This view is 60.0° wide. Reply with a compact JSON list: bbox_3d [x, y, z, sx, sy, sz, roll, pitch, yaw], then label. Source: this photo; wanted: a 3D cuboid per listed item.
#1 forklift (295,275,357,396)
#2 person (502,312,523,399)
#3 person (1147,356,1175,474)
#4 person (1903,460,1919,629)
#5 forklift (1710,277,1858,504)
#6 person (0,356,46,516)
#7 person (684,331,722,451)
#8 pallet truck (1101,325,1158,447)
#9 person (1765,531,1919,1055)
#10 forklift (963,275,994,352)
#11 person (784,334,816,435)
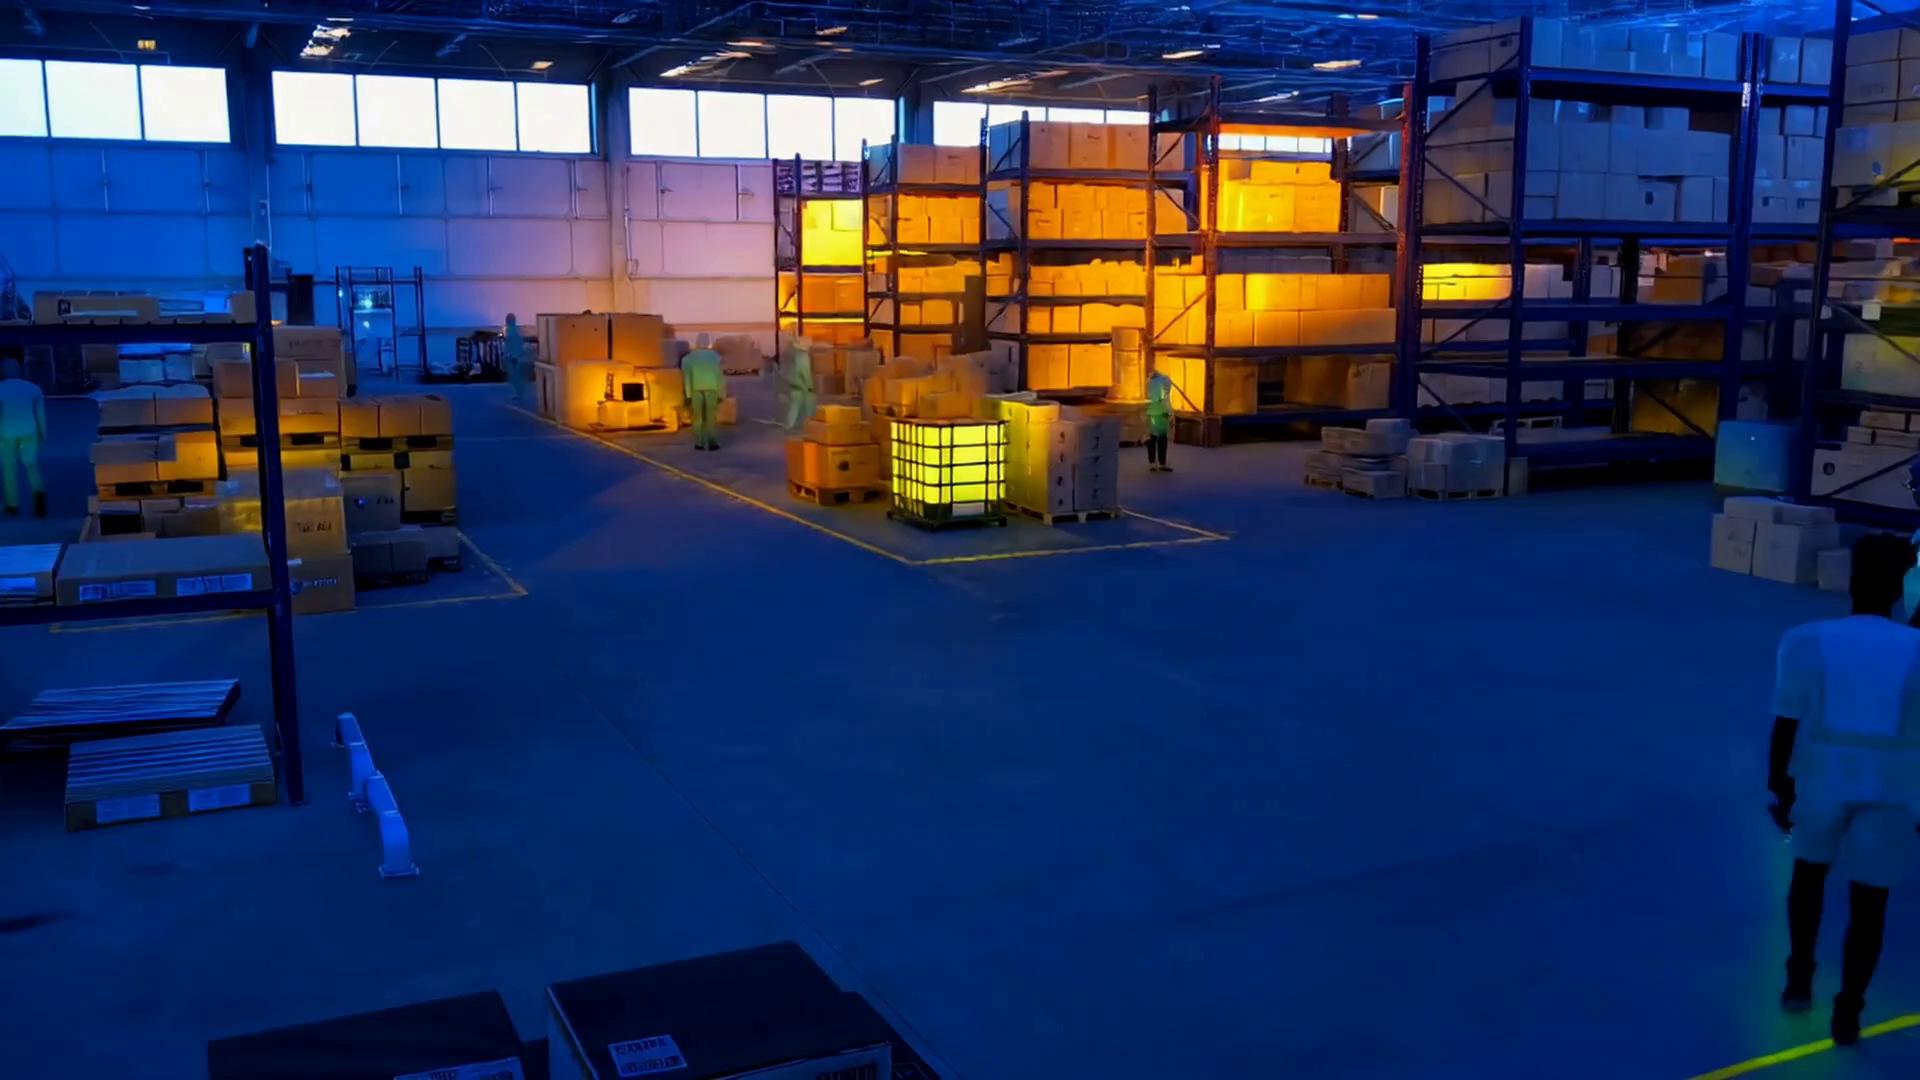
[{"bbox_3d":[-14.765,-4.605,37.660,1.873,2.768,1.129,-4,10,-25],"label":"forklift"},{"bbox_3d":[-10.204,-4.195,37.921,0.475,1.974,0.635,0,9,-3],"label":"person"},{"bbox_3d":[2.885,-1.800,23.915,0.322,1.697,0.531,-4,10,-26],"label":"person"},{"bbox_3d":[5.400,0.467,9.328,0.329,1.868,0.512,9,13,43],"label":"person"},{"bbox_3d":[10.245,-1.784,20.156,1.873,2.768,1.129,-4,10,-25],"label":"forklift"},{"bbox_3d":[-11.124,-1.216,19.660,0.638,1.914,0.888,-8,12,-42],"label":"person"},{"bbox_3d":[-4.151,-2.411,26.960,0.627,1.940,0.371,2,9,15],"label":"person"},{"bbox_3d":[2.881,-2.596,27.923,0.823,1.965,1.885,-1,9,-7],"label":"pallet truck"},{"bbox_3d":[3.367,0.929,6.246,0.606,1.931,0.607,5,11,30],"label":"person"},{"bbox_3d":[0.408,-4.550,37.318,1.873,2.768,1.129,-4,10,-25],"label":"forklift"},{"bbox_3d":[-2.695,-2.746,29.488,0.954,1.791,0.651,-1,9,-9],"label":"person"}]
